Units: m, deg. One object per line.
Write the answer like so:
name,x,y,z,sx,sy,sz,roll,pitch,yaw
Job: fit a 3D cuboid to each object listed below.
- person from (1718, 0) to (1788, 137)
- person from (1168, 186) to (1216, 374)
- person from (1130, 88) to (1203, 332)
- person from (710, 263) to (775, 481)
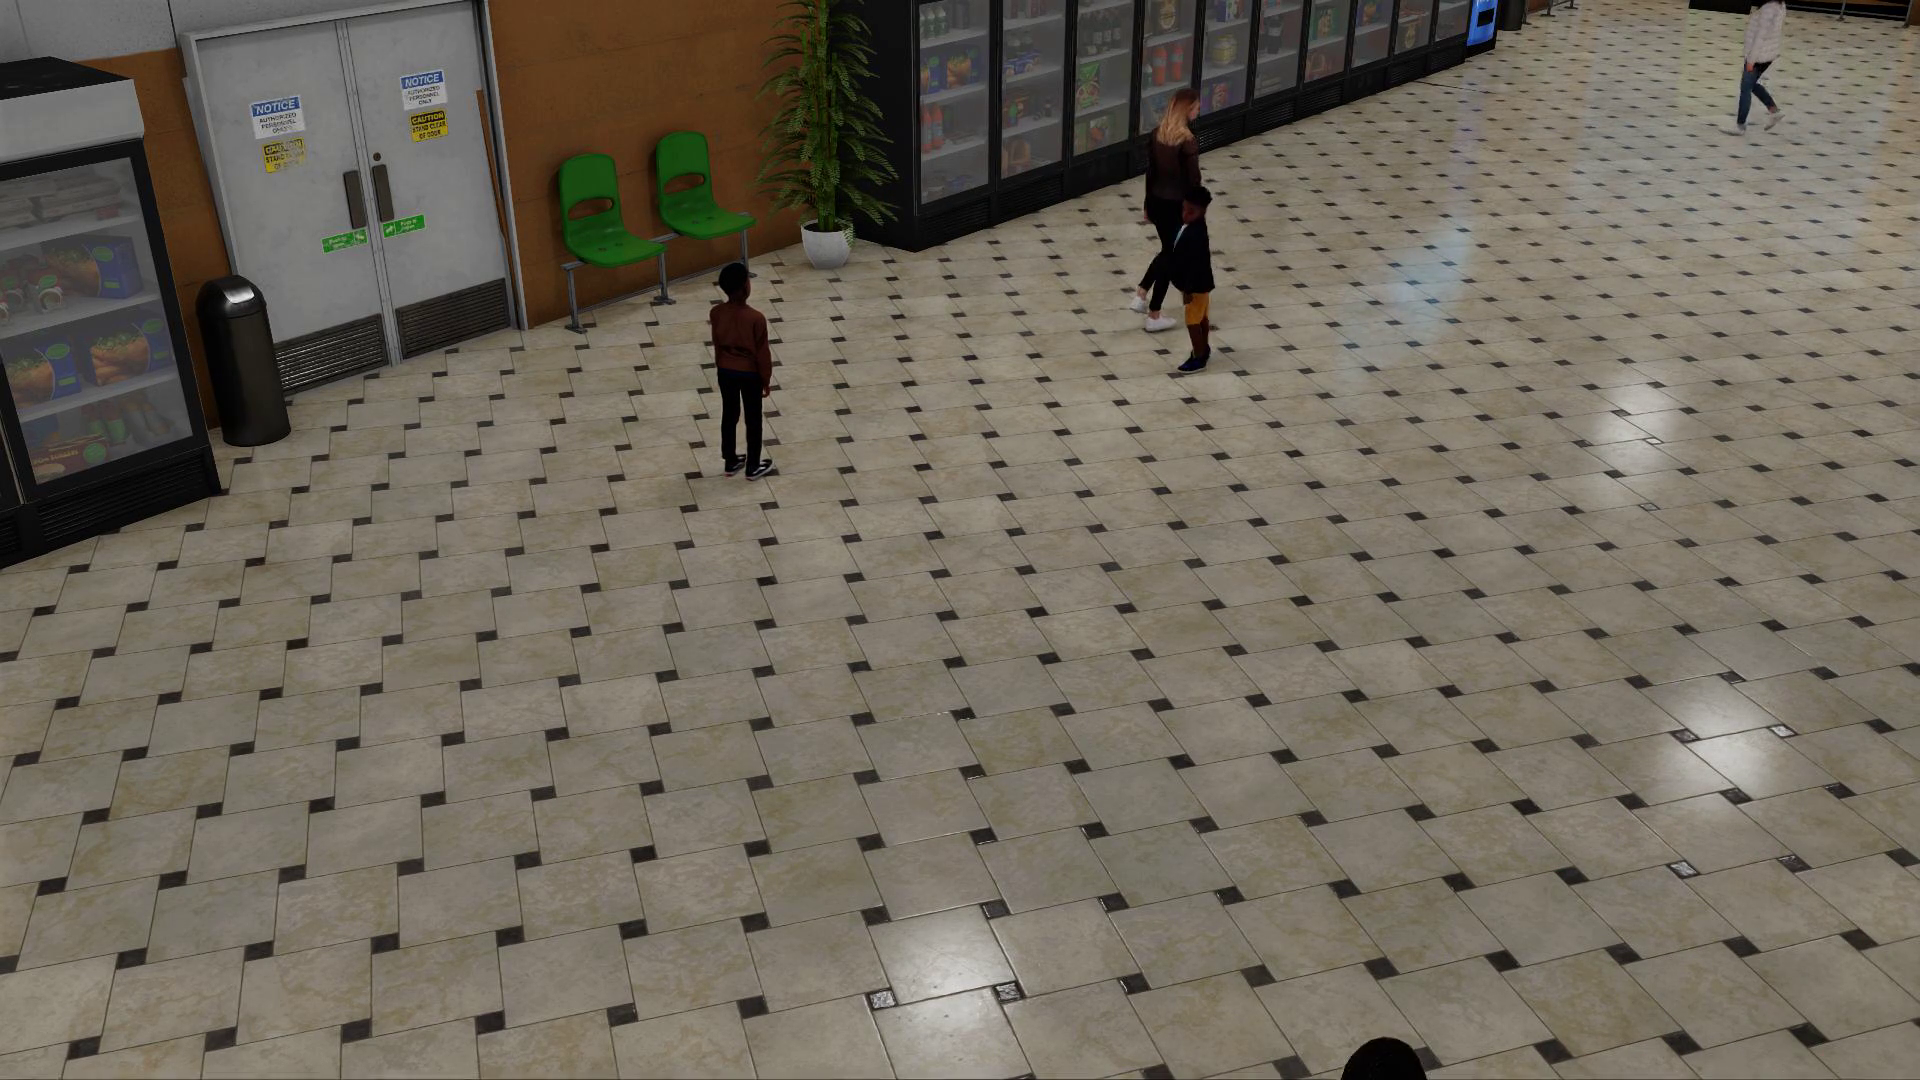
person,8.079,-4.856,16.638,0.793,1.628,0.624,20,33,34
person,1.576,-1.722,10.879,0.718,1.248,0.727,9,28,17
person,1.371,-2.217,11.373,0.766,1.682,0.664,-17,31,-30
person,-1.240,-0.946,9.343,0.501,1.253,0.626,10,28,19
